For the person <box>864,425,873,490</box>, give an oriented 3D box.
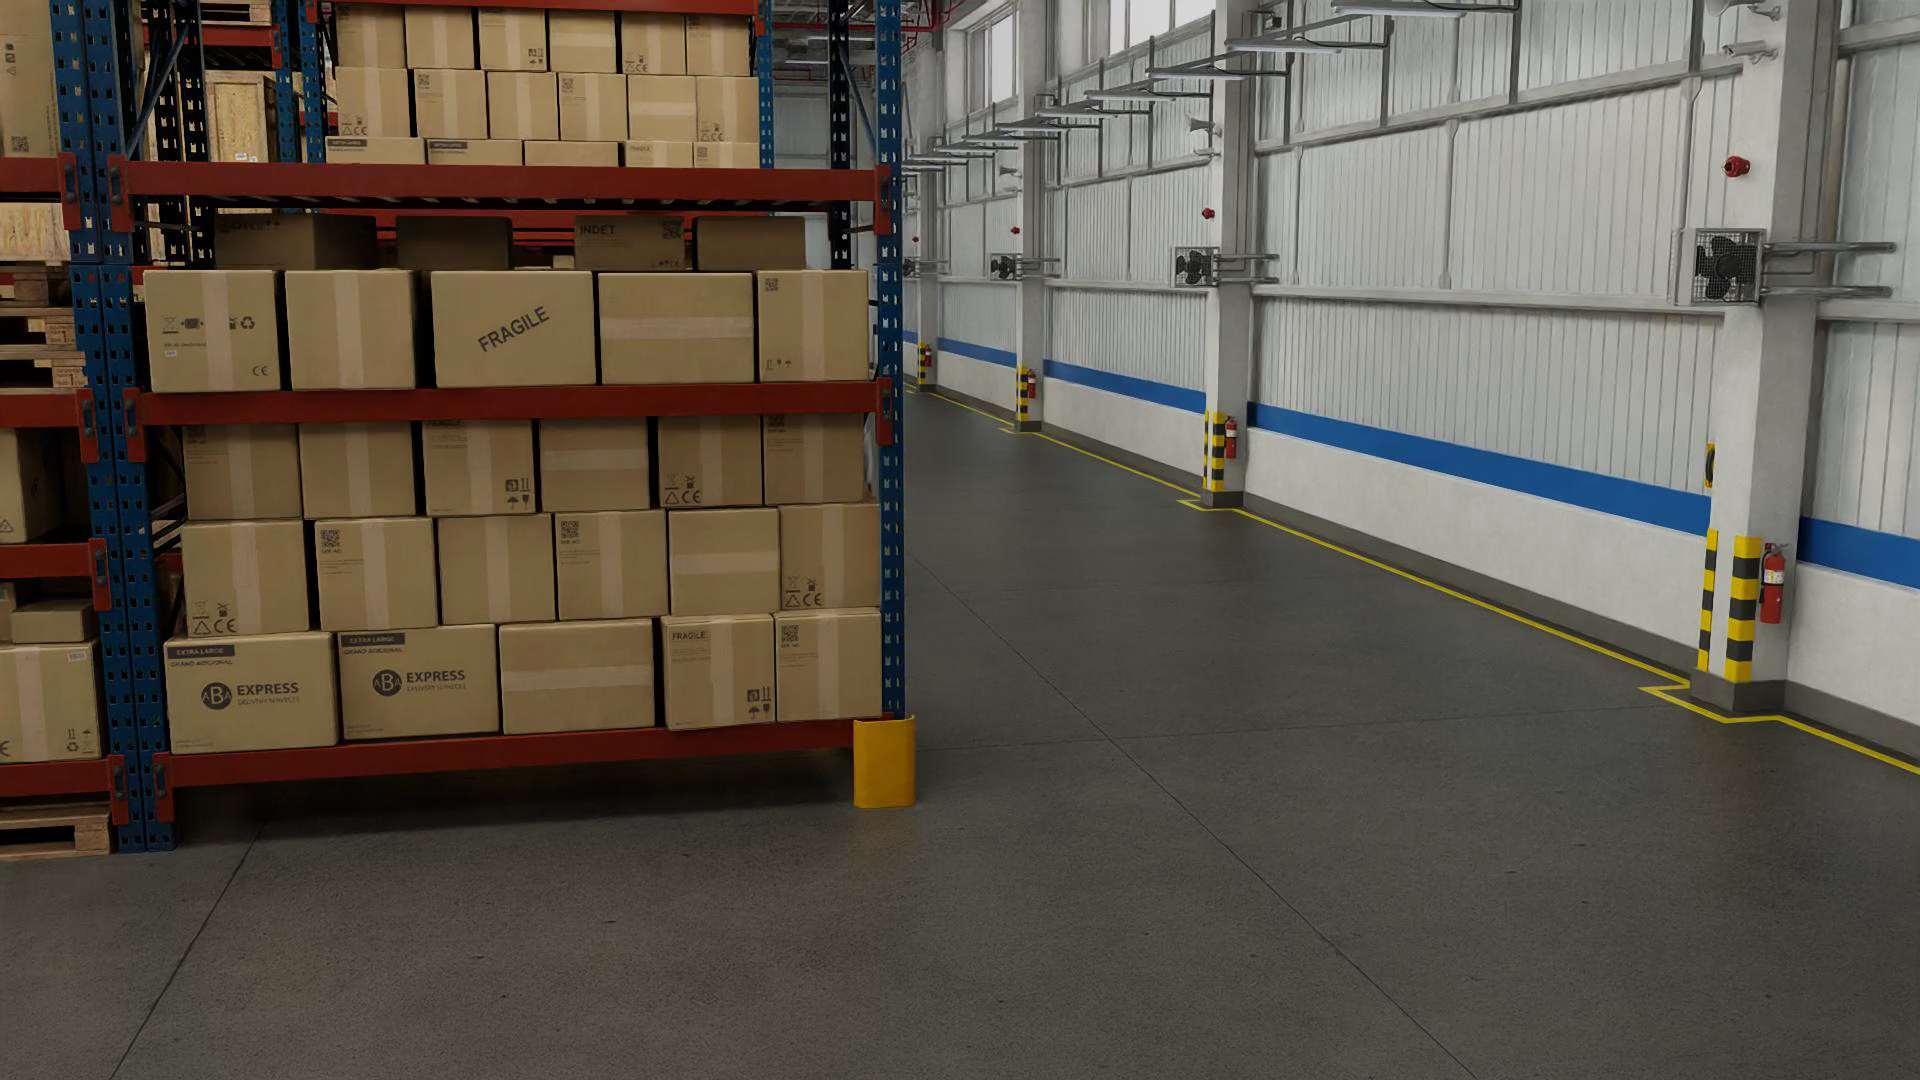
[{"bbox_3d":[-1.187,-0.607,16.830,0.608,1.780,0.932,-1,9,-4],"label":"person"}]
